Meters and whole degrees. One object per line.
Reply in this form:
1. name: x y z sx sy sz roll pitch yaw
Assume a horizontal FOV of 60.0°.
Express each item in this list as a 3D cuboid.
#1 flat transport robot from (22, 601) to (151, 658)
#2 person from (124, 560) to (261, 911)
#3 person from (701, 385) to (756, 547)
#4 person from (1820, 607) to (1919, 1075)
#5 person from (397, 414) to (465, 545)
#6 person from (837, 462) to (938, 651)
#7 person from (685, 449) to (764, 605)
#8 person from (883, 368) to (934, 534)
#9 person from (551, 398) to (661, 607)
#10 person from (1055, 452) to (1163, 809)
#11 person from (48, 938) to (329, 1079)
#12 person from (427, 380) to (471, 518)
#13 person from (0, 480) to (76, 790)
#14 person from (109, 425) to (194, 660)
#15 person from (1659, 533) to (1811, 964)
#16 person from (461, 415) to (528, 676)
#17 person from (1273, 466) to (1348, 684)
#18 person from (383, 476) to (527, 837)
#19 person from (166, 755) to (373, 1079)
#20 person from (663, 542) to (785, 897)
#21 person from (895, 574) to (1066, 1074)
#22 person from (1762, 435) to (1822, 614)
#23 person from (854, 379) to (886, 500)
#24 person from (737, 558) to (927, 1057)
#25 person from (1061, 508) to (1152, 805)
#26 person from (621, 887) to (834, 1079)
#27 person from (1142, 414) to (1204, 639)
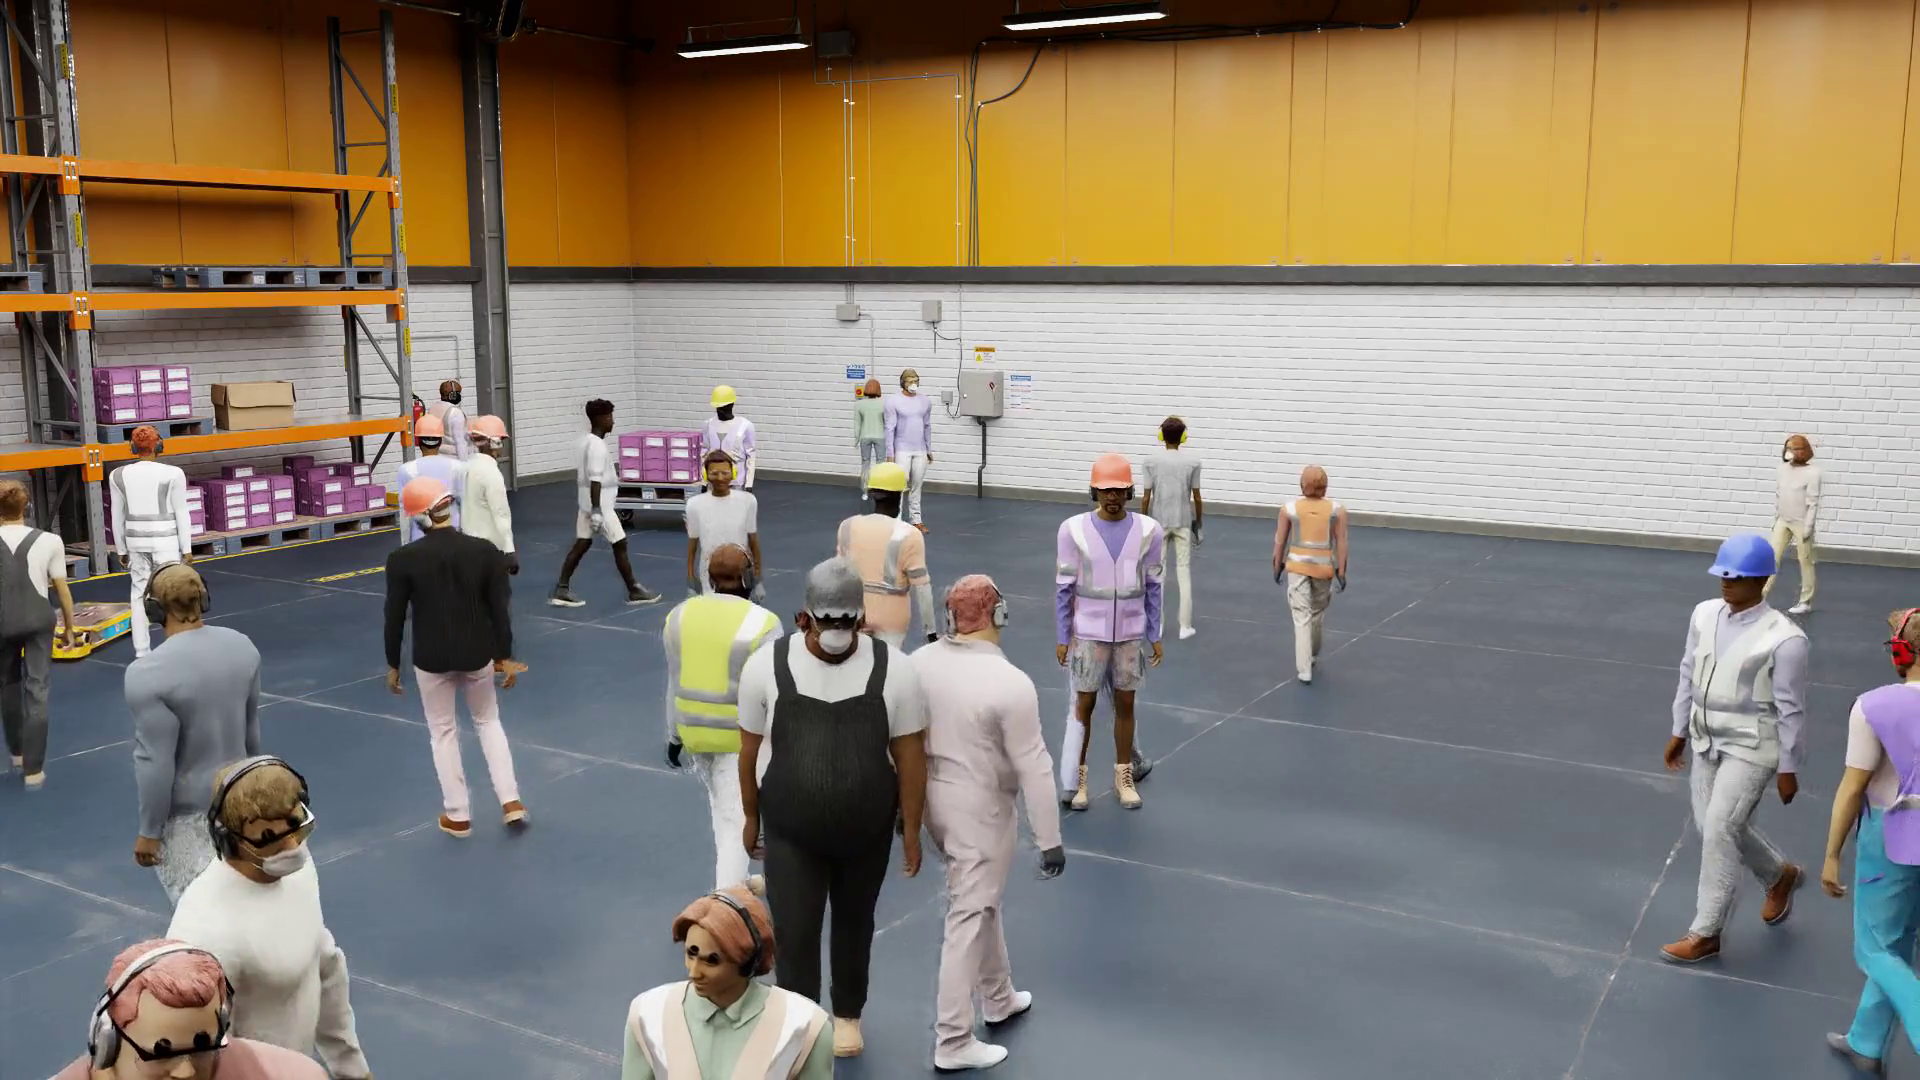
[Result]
1. flat transport robot: -7.223 0.721 13.630 0.652 0.197 1.431 0 9 -2
2. person: -2.961 1.037 6.476 0.372 1.936 0.629 3 9 16
3. person: -2.349 -0.603 16.771 0.585 1.917 0.382 3 10 17
4. person: 3.499 1.167 6.049 0.628 1.811 0.762 -2 9 -10
5. person: -4.128 -0.018 13.052 0.552 1.935 0.367 -6 11 -33
6. person: -0.399 0.464 10.175 0.616 1.885 0.909 6 11 34
7. person: -1.626 0.280 11.462 0.541 1.851 0.534 -2 9 -14
8. person: -0.589 -1.023 19.320 0.637 1.938 0.355 -6 11 -33
9. person: -3.285 -0.335 15.121 0.988 1.918 0.619 -4 10 -23
10. person: 0.848 0.519 9.378 0.615 2.041 0.392 -1 9 -6
11. person: -1.468 1.620 3.042 0.749 1.858 0.759 -4 10 -25
12. person: -5.753 -0.889 18.835 0.619 1.836 0.430 8 12 40
13. person: -5.618 0.535 9.994 0.530 1.806 0.878 -4 10 -26
14. person: -6.204 0.059 12.795 0.574 1.875 0.340 0 9 -2
15. person: 3.504 0.900 7.389 0.811 1.919 0.609 -3 9 -16
16. person: -3.574 0.049 12.534 0.500 1.970 0.662 -5 10 -29
17. person: 2.625 0.235 12.522 0.538 1.586 0.848 1 9 5
18. person: -2.768 0.629 8.968 0.642 1.952 0.481 -5 10 -28
19. person: -1.680 1.432 4.077 0.452 1.913 0.653 -2 9 -9
20. person: -1.024 0.910 7.699 0.669 1.798 0.831 5 10 27
21. person: 0.129 1.067 6.468 0.803 1.870 0.726 -8 12 -42
22. person: 7.300 -0.123 14.723 0.782 1.596 0.523 -3 10 -21
23. person: -1.164 -1.340 22.254 0.506 1.631 0.266 1 9 5
24. person: -0.457 1.040 6.131 0.704 2.000 0.972 -1 9 -8
25. person: 0.836 0.642 9.620 0.533 1.712 0.924 5 10 29
26. person: -0.539 1.597 3.913 0.515 1.636 0.314 1 9 5
27. person: 1.764 -0.108 13.834 0.529 1.869 0.308 1 9 9
